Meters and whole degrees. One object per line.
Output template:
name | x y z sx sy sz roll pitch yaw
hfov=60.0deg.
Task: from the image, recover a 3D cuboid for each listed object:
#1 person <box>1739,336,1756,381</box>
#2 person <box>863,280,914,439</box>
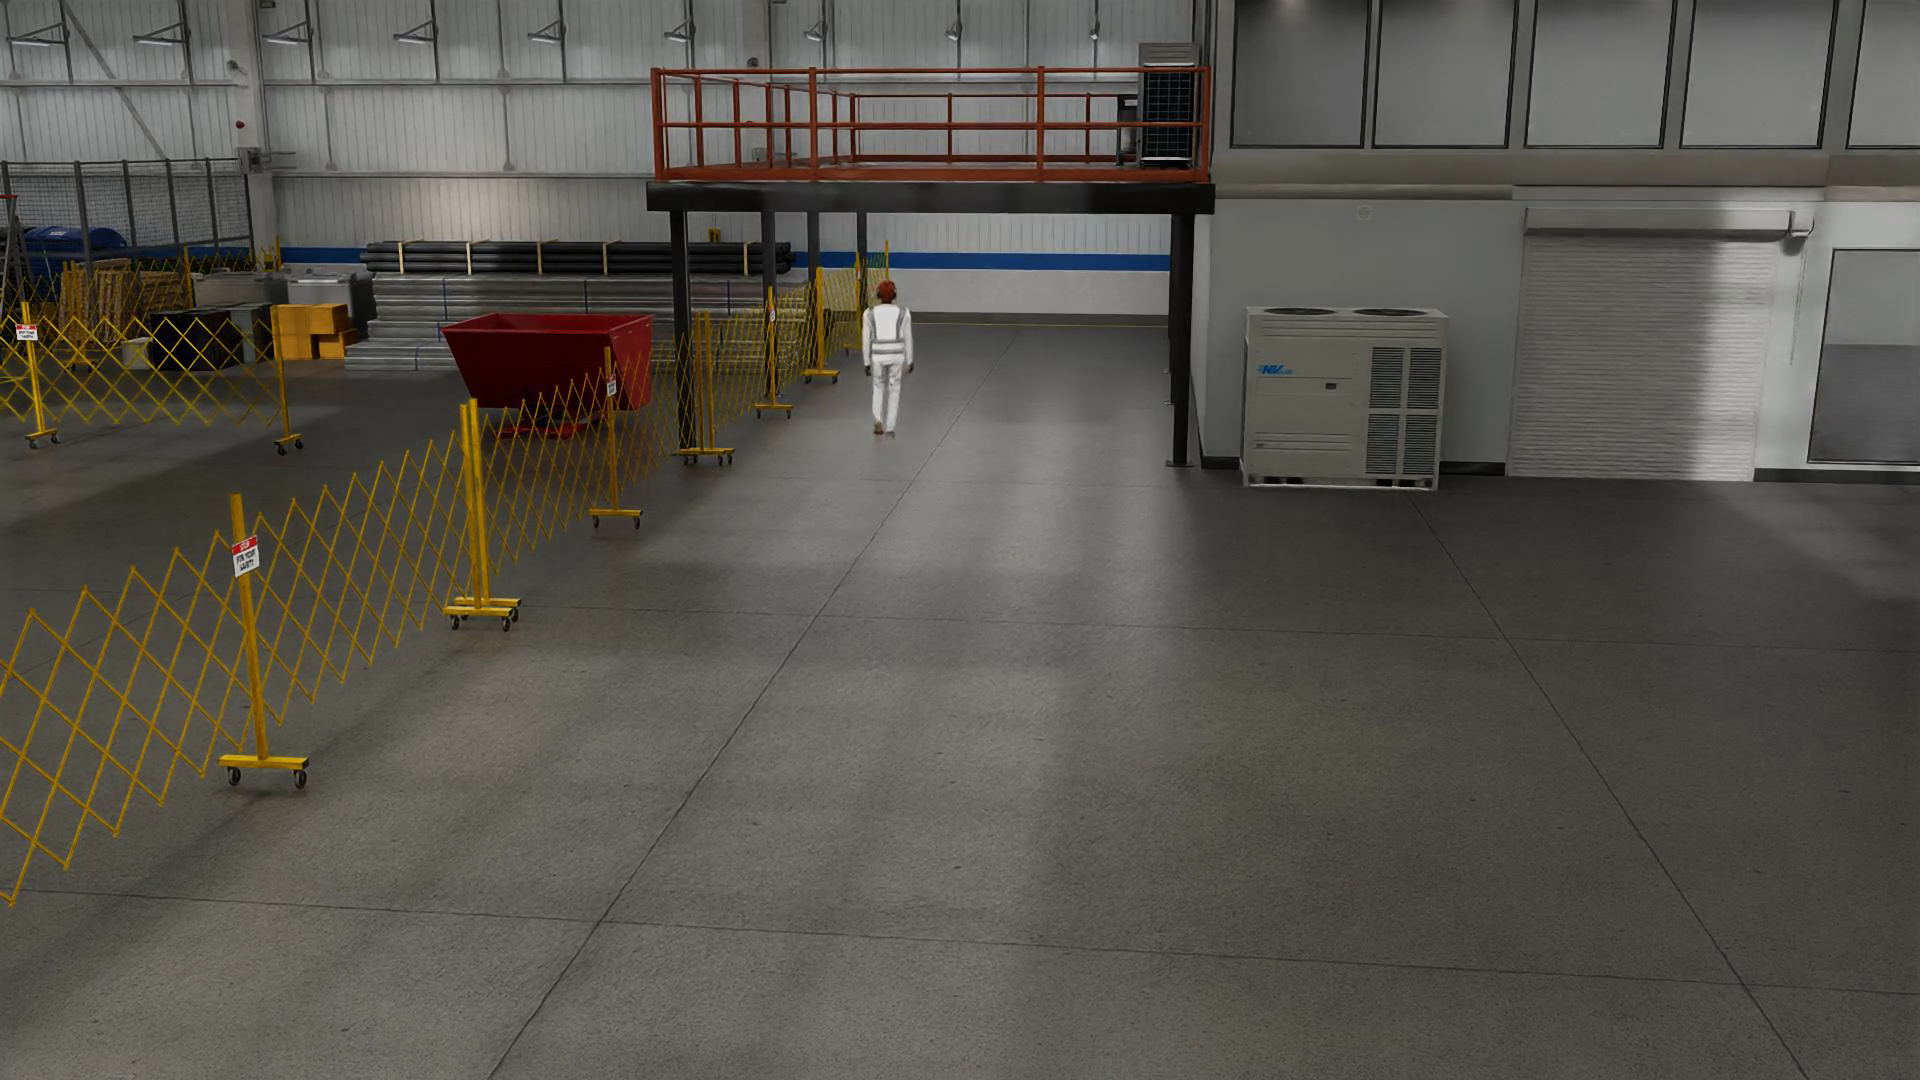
person | 10.434 -2.667 21.821 0.580 1.855 0.539 13 19 42
person | -0.835 -2.123 19.586 0.582 1.866 0.509 1 14 4
